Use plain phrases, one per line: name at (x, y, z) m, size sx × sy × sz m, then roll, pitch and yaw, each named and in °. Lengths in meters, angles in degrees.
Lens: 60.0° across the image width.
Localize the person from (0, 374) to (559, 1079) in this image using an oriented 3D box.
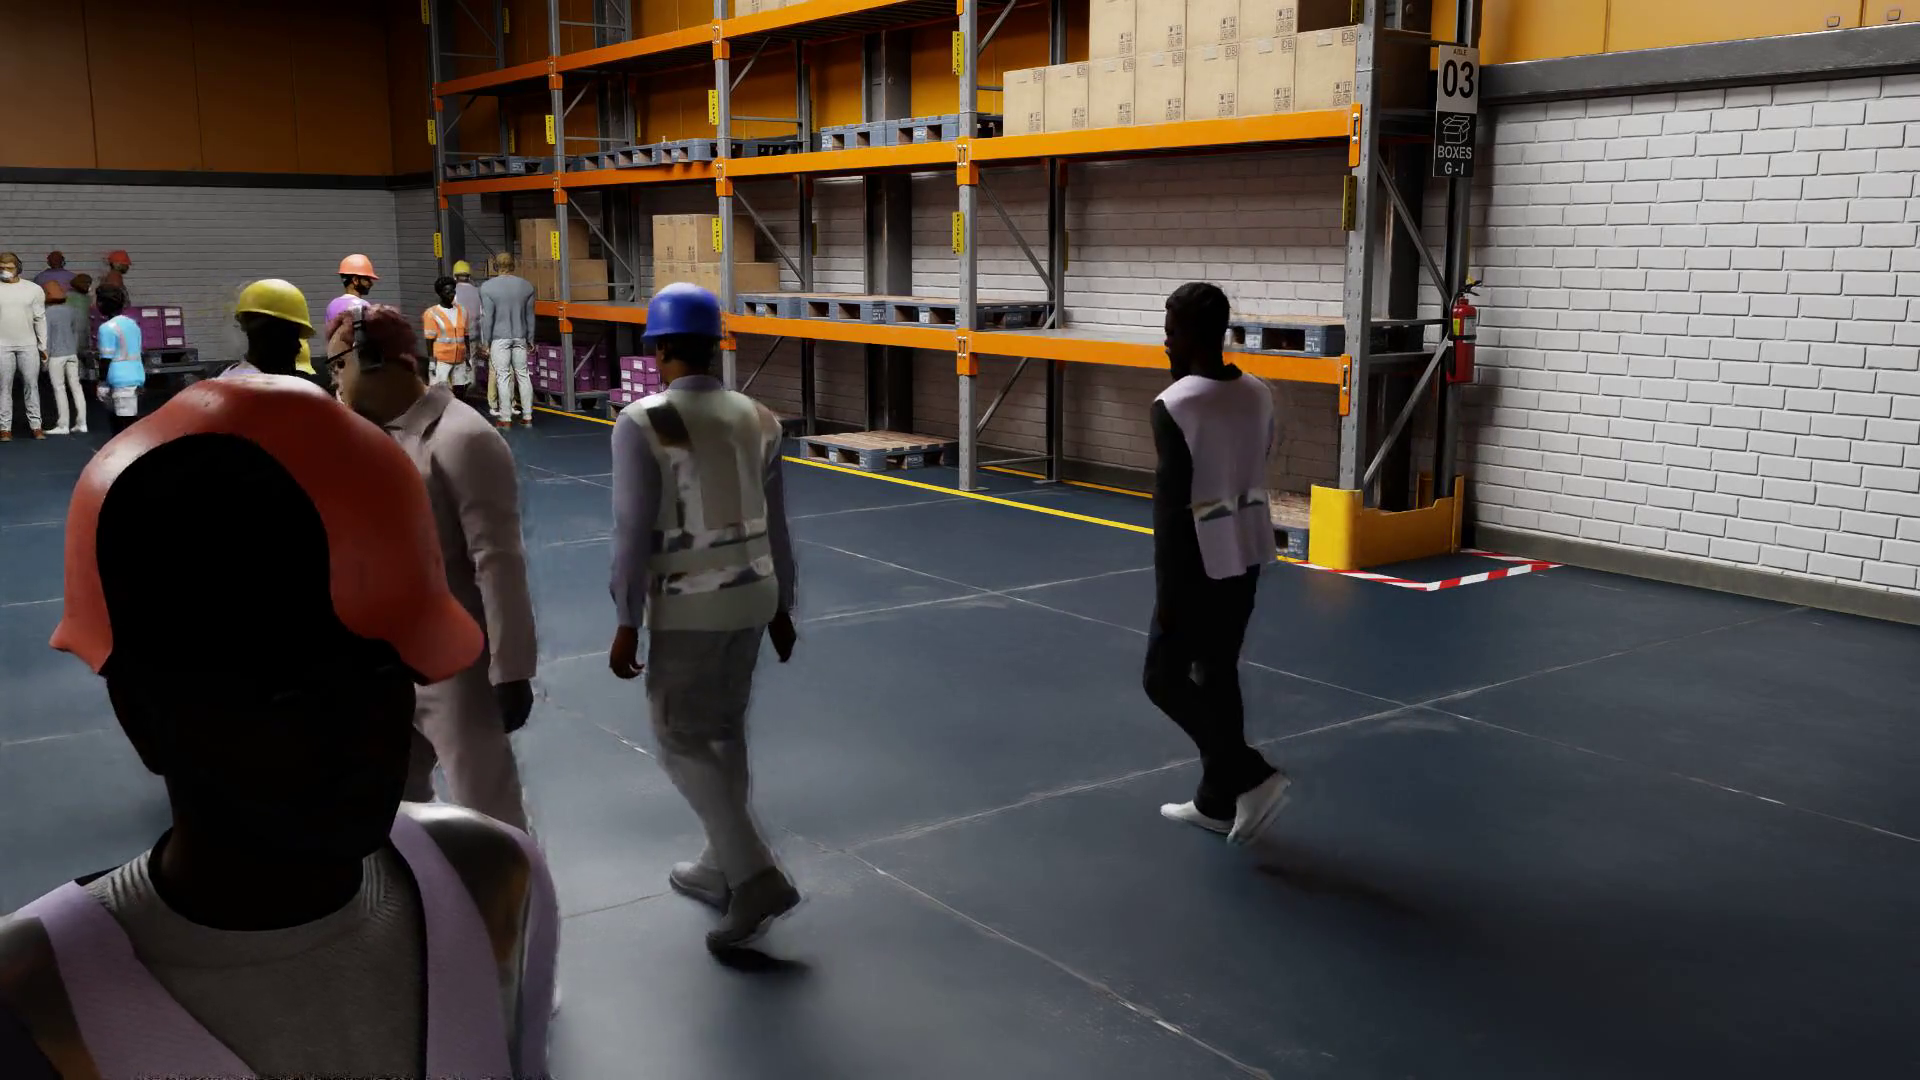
person at (-0.471, 0.844, 1.251) m, size 0.379 × 1.937 × 0.547 m, roll 6°, pitch 12°, yaw 32°

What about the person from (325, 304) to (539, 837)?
person at (-1.394, 0.326, 4.379) m, size 0.735 × 1.871 × 0.395 m, roll 7°, pitch 12°, yaw 36°

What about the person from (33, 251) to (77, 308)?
person at (-12.930, -3.198, 23.966) m, size 0.646 × 1.913 × 0.409 m, roll -1°, pitch 10°, yaw -6°

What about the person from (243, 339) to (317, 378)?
person at (-2.795, 0.016, 6.502) m, size 0.783 × 1.718 × 0.540 m, roll 6°, pitch 12°, yaw 31°

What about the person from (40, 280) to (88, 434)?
person at (-9.569, -1.940, 17.697) m, size 0.266 × 1.631 × 0.505 m, roll 3°, pitch 10°, yaw 15°

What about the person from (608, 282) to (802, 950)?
person at (-0.696, 0.207, 4.906) m, size 0.721 × 1.915 × 0.628 m, roll 8°, pitch 13°, yaw 37°

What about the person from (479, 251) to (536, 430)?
person at (-4.926, -2.173, 18.152) m, size 0.633 × 1.936 × 0.355 m, roll -9°, pitch 13°, yaw -40°

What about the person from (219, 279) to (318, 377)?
person at (-2.542, 0.009, 6.046) m, size 0.501 × 1.892 × 0.603 m, roll -5°, pitch 11°, yaw -27°

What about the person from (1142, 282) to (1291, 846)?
person at (0.879, 0.102, 5.520) m, size 0.528 × 1.903 × 0.602 m, roll 10°, pitch 14°, yaw 43°

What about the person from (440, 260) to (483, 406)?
person at (-6.098, -2.539, 20.536) m, size 0.612 × 1.816 × 0.570 m, roll -8°, pitch 13°, yaw -38°

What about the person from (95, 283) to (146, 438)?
person at (-7.188, -1.323, 14.084) m, size 0.666 × 1.672 × 0.550 m, roll 0°, pitch 10°, yaw -3°

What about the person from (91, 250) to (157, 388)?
person at (-11.736, -3.033, 23.014) m, size 1.050 × 1.934 × 0.700 m, roll -7°, pitch 12°, yaw -35°

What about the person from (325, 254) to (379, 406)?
person at (-4.773, -1.291, 13.224) m, size 0.543 × 1.932 × 0.376 m, roll 8°, pitch 13°, yaw 38°

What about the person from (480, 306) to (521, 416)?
person at (-5.403, -2.275, 19.599) m, size 0.281 × 1.624 × 0.493 m, roll 10°, pitch 14°, yaw 43°

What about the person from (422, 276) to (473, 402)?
person at (-5.222, -1.836, 16.975) m, size 0.322 × 1.690 × 0.536 m, roll 8°, pitch 13°, yaw 38°

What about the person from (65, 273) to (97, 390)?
person at (-12.046, -2.861, 22.912) m, size 0.606 × 1.601 × 0.565 m, roll 1°, pitch 10°, yaw 4°

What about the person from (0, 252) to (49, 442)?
person at (-9.685, -1.975, 17.054) m, size 0.627 × 1.934 × 0.370 m, roll -7°, pitch 12°, yaw -33°
